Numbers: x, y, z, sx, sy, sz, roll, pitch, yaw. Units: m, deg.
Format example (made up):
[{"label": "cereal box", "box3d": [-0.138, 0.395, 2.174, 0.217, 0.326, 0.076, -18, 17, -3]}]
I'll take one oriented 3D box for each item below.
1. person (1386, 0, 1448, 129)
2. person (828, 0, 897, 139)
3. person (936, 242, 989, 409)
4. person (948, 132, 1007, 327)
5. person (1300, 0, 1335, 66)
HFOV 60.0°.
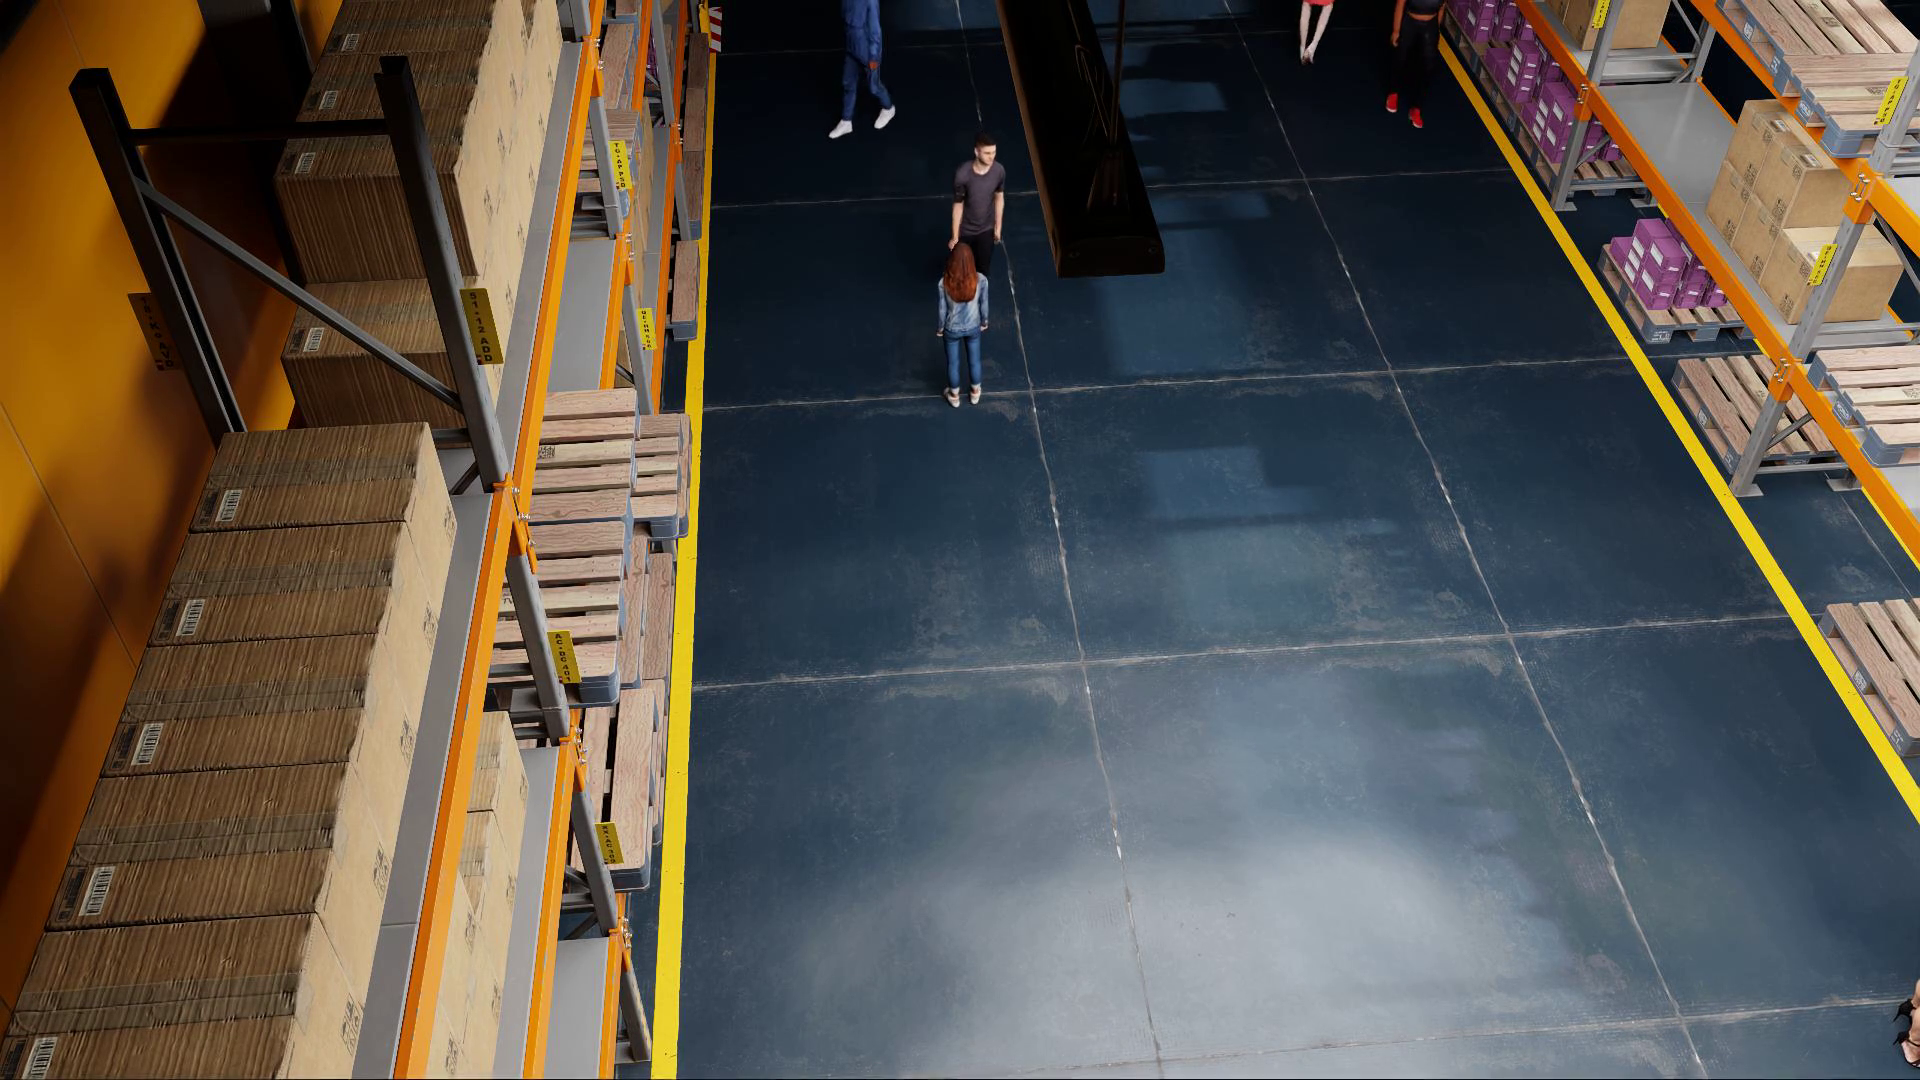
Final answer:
[{"label": "person", "box3d": [4.449, -5.035, 16.298, 0.745, 1.791, 0.939, 3, 44, 3]}, {"label": "person", "box3d": [-0.884, -4.763, 16.015, 1.075, 1.789, 1.059, -32, 52, -29]}, {"label": "person", "box3d": [0.016, -1.679, 13.004, 0.580, 1.476, 0.513, -8, 44, -8]}, {"label": "person", "box3d": [0.095, -2.620, 13.799, 0.816, 1.743, 0.938, -14, 45, -14]}, {"label": "person", "box3d": [3.653, -5.636, 16.918, 0.795, 1.807, 0.864, 12, 45, 12]}]
